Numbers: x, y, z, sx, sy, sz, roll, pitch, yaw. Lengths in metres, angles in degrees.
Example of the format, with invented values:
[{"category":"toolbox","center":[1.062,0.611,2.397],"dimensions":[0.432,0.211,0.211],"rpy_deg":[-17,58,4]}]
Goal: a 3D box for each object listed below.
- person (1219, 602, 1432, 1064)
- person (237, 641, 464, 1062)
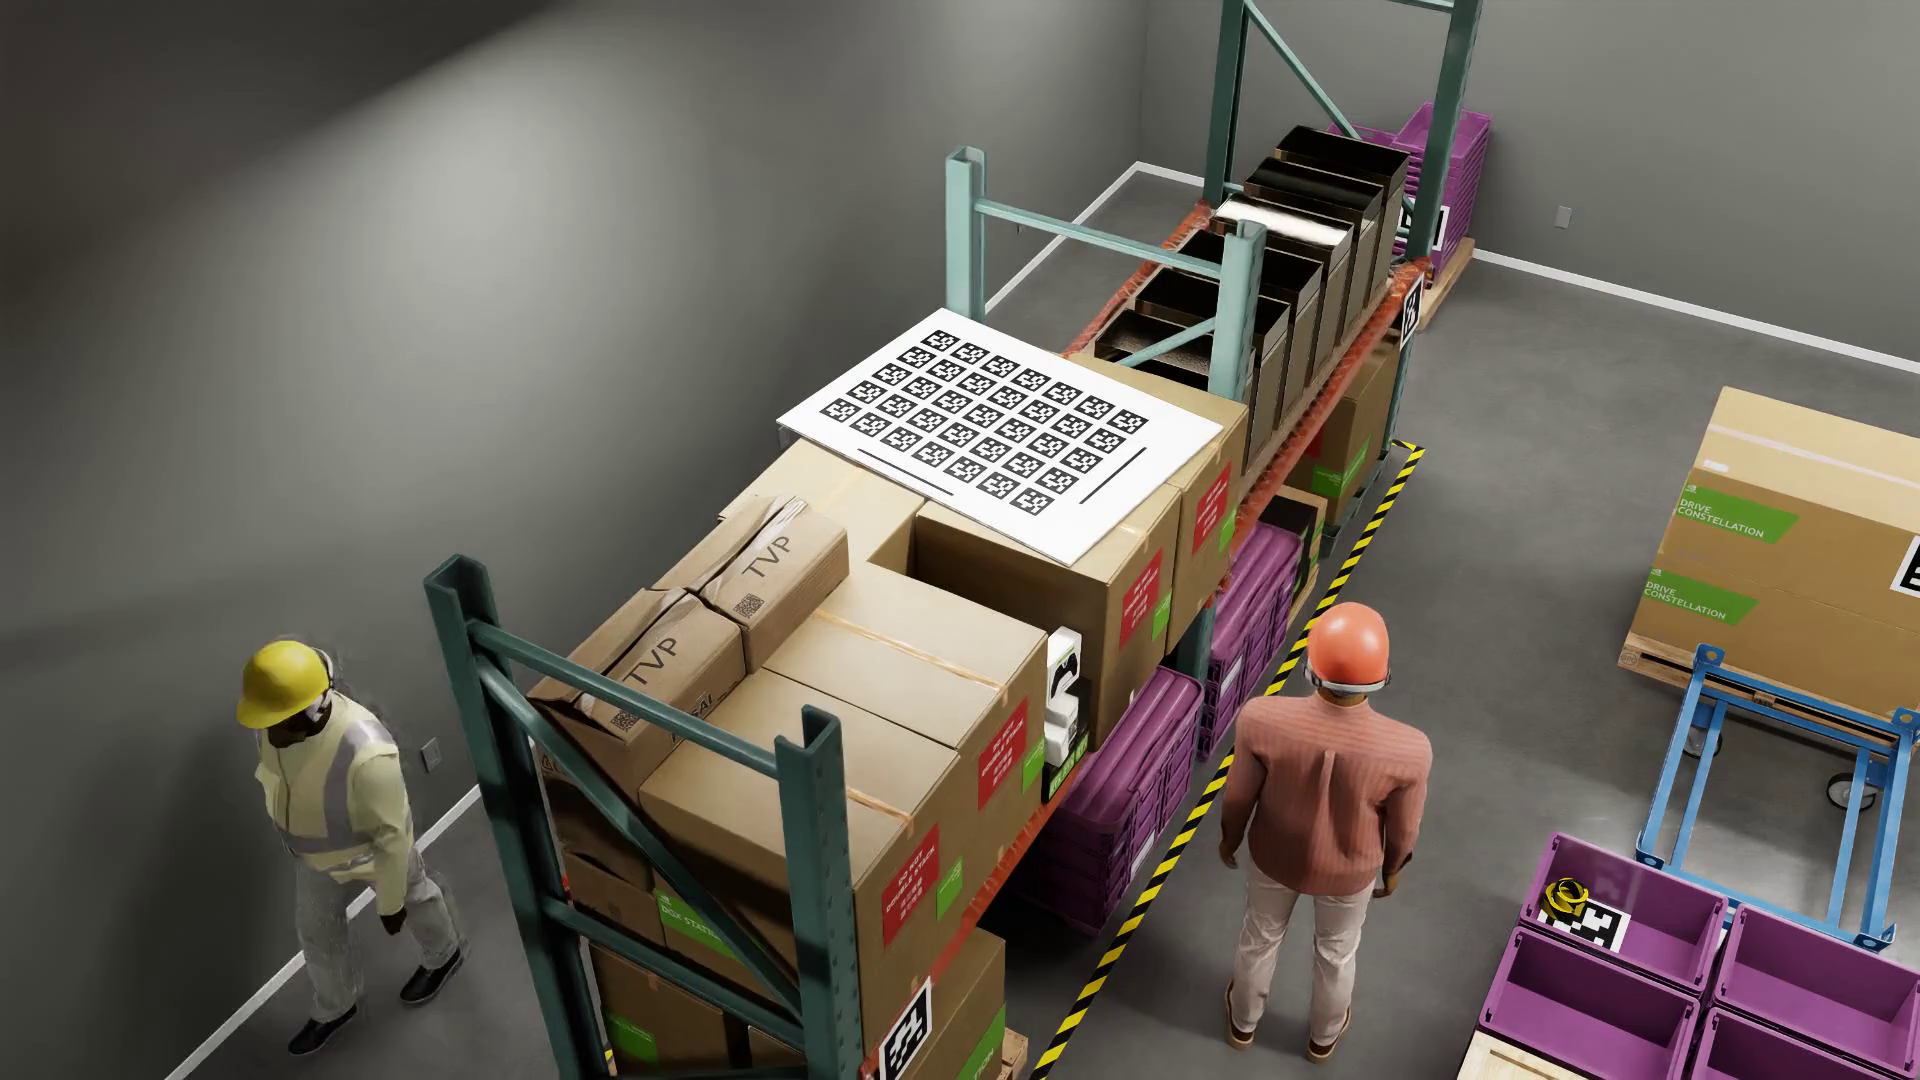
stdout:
[{"category":"person","center":[1.143,0.987,5.376],"dimensions":[0.610,1.997,0.376],"rpy_deg":[11,41,13]},{"category":"person","center":[-2.068,1.056,5.438],"dimensions":[0.631,1.799,0.785],"rpy_deg":[21,44,23]}]
